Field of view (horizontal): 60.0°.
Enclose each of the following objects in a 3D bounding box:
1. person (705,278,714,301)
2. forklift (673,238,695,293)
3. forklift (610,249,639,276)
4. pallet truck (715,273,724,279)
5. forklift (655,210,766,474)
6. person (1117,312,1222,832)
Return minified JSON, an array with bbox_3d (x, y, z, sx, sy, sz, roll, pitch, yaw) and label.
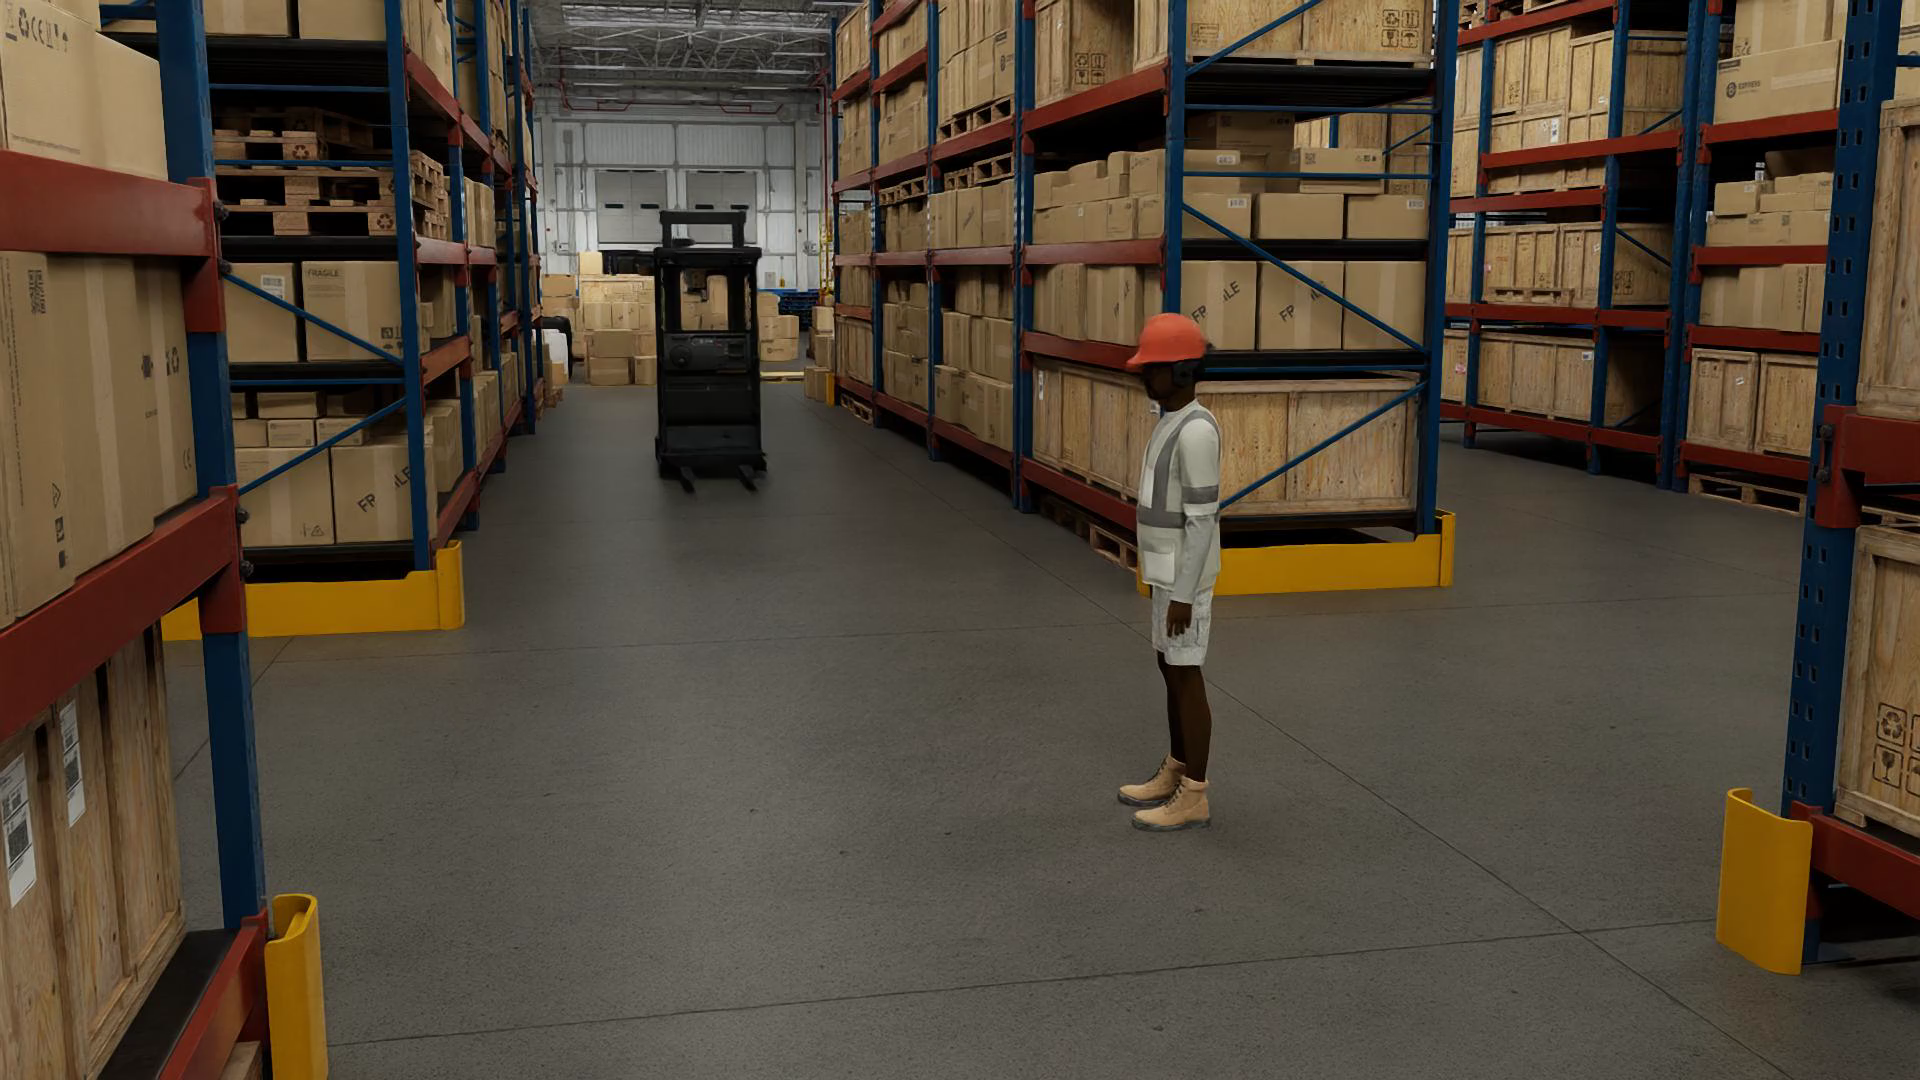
[{"bbox_3d":[-7.398,-6.930,50.093,1.005,1.878,0.660,8,12,41],"label":"person"},{"bbox_3d":[-5.968,-5.100,35.909,1.873,2.768,1.129,-2,10,-13],"label":"forklift"},{"bbox_3d":[-11.590,-8.676,57.704,1.129,2.768,1.873,-7,12,-38],"label":"forklift"},{"bbox_3d":[-8.580,-8.986,62.280,1.885,1.965,0.823,1,9,5],"label":"pallet truck"},{"bbox_3d":[-2.809,-2.215,18.326,1.129,2.768,1.873,-2,10,-12],"label":"forklift"},{"bbox_3d":[0.834,0.130,6.574,0.381,2.044,0.605,0,9,-2],"label":"person"}]
